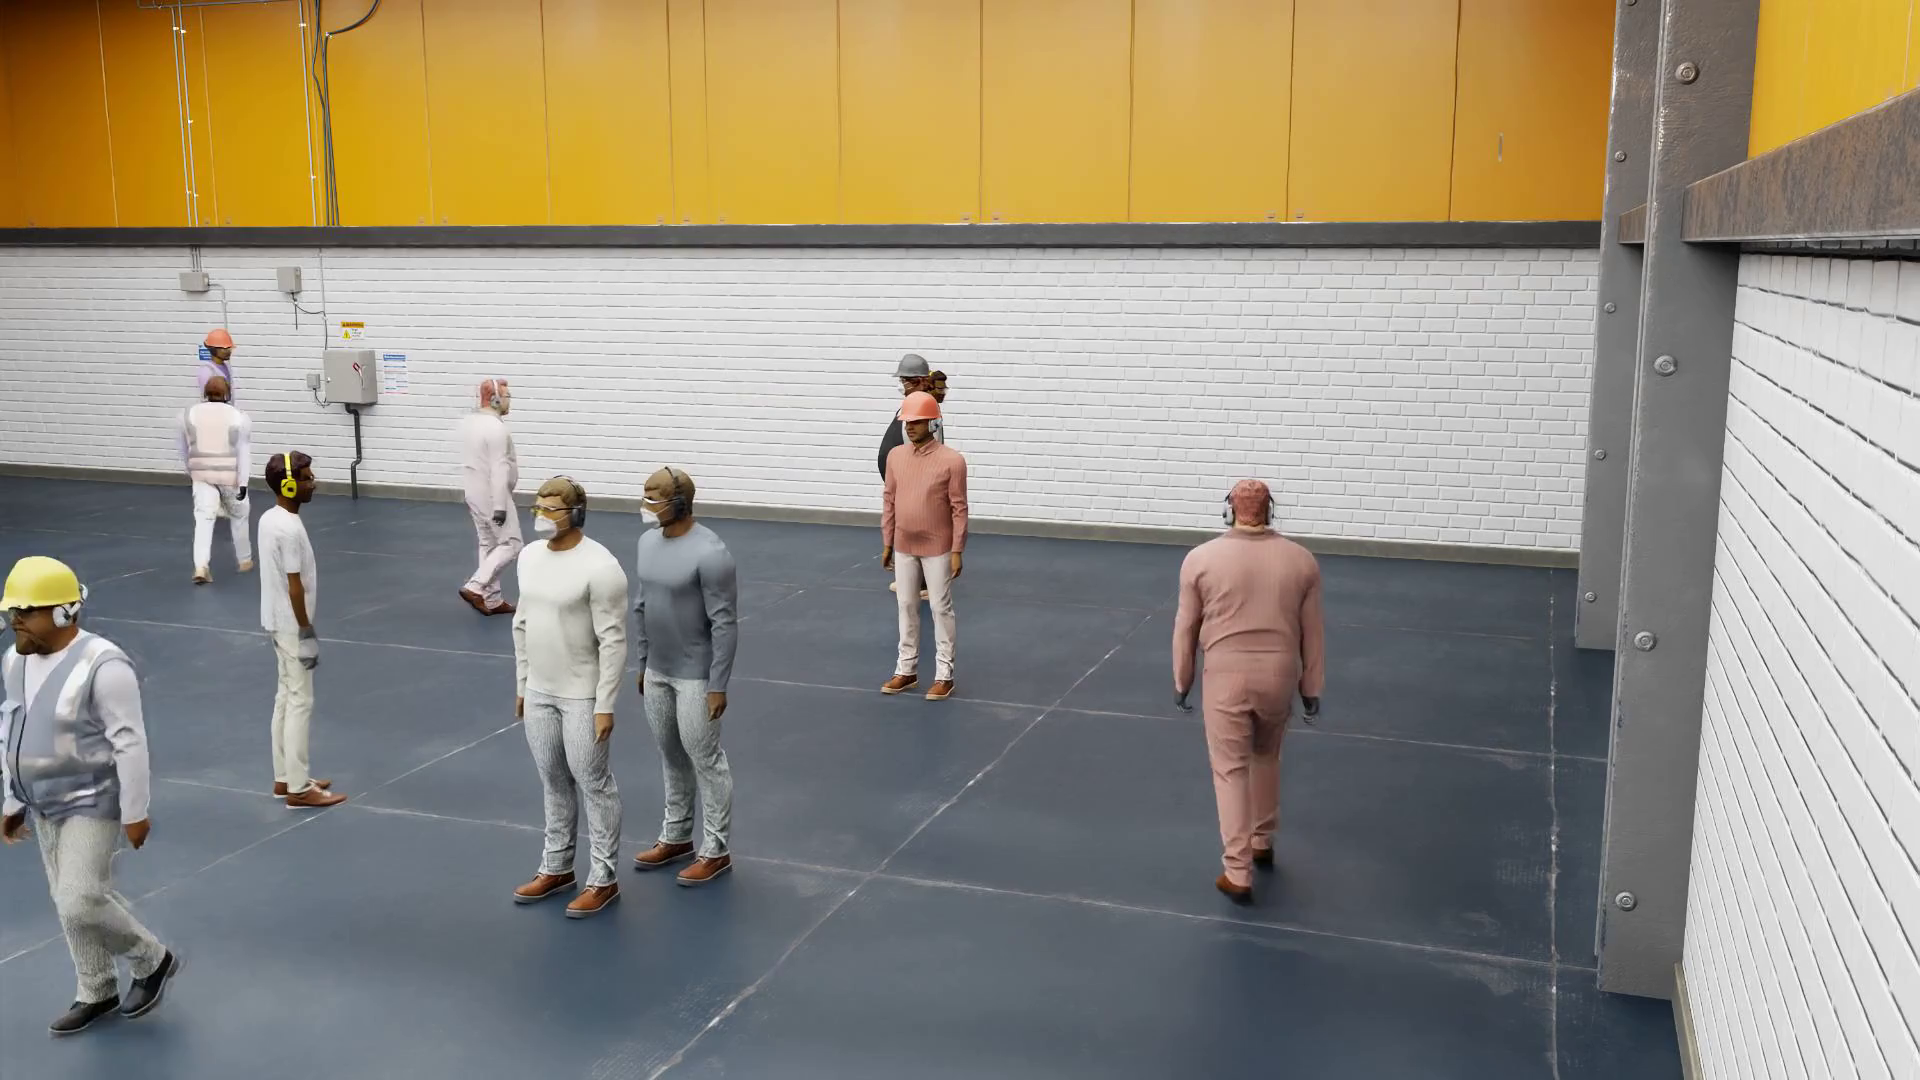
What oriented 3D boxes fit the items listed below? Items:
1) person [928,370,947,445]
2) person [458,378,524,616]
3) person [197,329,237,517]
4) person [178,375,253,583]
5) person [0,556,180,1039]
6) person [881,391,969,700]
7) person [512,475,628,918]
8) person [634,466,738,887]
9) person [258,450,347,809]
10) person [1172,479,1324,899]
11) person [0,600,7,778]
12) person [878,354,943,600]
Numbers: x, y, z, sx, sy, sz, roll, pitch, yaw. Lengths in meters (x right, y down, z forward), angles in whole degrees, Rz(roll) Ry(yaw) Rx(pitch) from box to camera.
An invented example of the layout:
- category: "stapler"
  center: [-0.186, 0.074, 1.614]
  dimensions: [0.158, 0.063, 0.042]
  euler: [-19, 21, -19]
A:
- category: "person"
  center: [-0.247, -0.521, 14.254]
  dimensions: [0.325, 1.865, 0.516]
  euler: [1, 10, 6]
- category: "person"
  center: [-3.693, -0.320, 13.037]
  dimensions: [0.477, 1.891, 0.658]
  euler: [-7, 13, -36]
- category: "person"
  center: [-7.952, -1.257, 17.944]
  dimensions: [0.423, 2.034, 0.612]
  euler: [0, 10, -1]
- category: "person"
  center: [-6.509, -0.540, 14.578]
  dimensions: [0.616, 1.802, 0.971]
  euler: [-2, 10, -12]
- category: "person"
  center: [-3.253, 0.950, 6.102]
  dimensions: [0.599, 1.822, 0.414]
  euler: [6, 12, 29]
- category: "person"
  center: [-0.245, 0.034, 10.754]
  dimensions: [0.622, 1.994, 0.381]
  euler: [6, 12, 29]
- category: "person"
  center: [-1.720, 0.678, 7.292]
  dimensions: [0.631, 1.940, 0.372]
  euler: [7, 12, 33]
- category: "person"
  center: [-1.269, 0.615, 7.646]
  dimensions: [0.633, 1.936, 0.355]
  euler: [9, 14, 43]
- category: "person"
  center: [-3.472, 0.465, 8.688]
  dimensions: [0.312, 1.869, 0.528]
  euler: [-7, 12, -33]
- category: "person"
  center: [1.325, 0.661, 7.641]
  dimensions: [0.670, 1.855, 0.846]
  euler: [-1, 10, -6]
- category: "person"
  center: [-5.476, 0.418, 8.996]
  dimensions: [0.547, 1.878, 0.382]
  euler: [-8, 13, -39]
- category: "person"
  center: [-0.411, -0.523, 13.765]
  dimensions: [0.537, 2.000, 0.682]
  euler: [-2, 10, -9]
